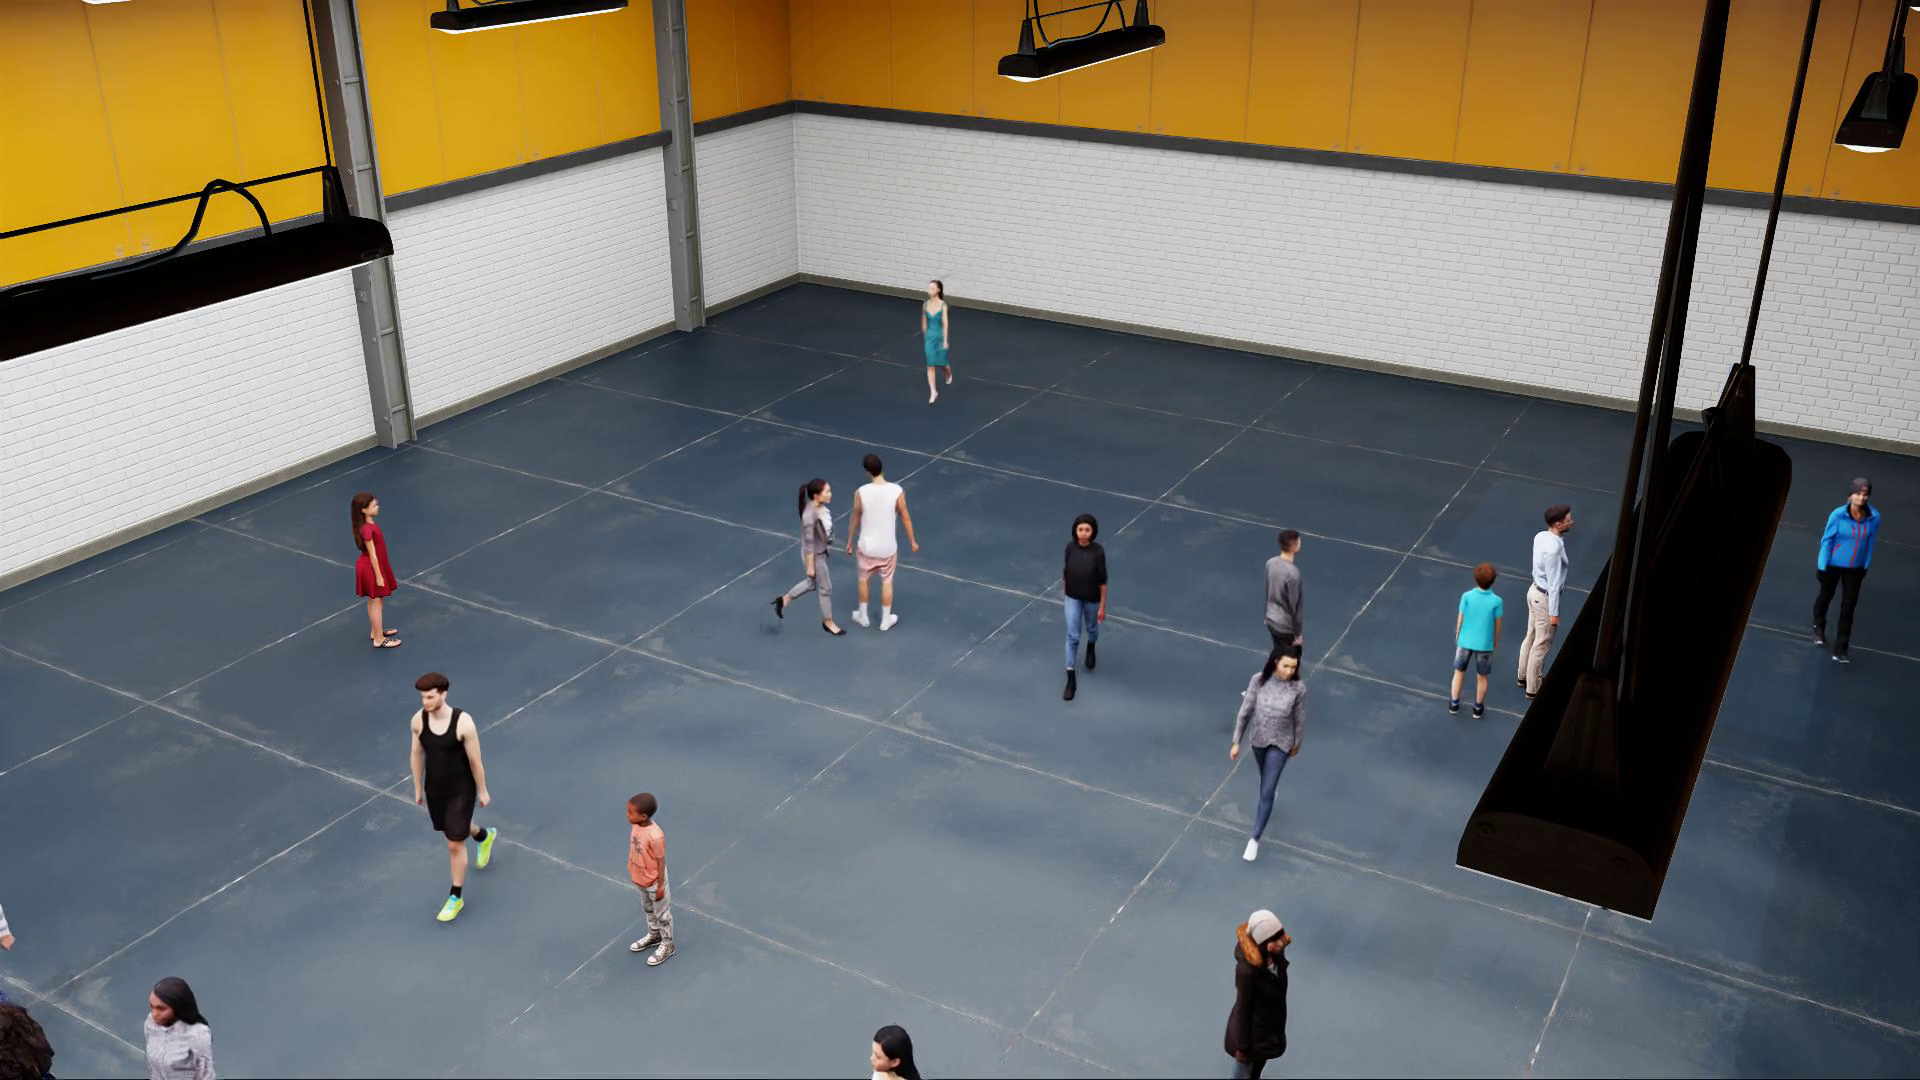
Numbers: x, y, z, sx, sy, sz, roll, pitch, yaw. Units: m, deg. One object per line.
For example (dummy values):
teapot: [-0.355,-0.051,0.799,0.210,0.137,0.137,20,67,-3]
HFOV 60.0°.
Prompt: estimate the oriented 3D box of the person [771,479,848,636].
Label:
person: [-1.466,0.171,16.029,0.948,1.651,1.035,2,24,4]

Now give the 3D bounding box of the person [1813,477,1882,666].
person: [8.346,0.225,15.768,0.815,1.761,1.104,6,24,13]

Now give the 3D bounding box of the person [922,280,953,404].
person: [-0.288,-2.706,22.588,0.603,1.670,0.840,11,26,23]

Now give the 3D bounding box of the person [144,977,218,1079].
person: [-4.220,3.101,9.248,0.652,1.714,0.843,11,26,23]

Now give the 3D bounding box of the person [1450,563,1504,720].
person: [4.549,0.881,14.659,0.543,1.449,0.523,9,25,19]

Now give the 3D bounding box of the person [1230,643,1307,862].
person: [2.428,1.534,12.884,0.655,1.674,1.218,12,26,25]

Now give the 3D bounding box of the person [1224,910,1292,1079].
person: [1.751,2.882,9.850,0.721,1.633,0.582,18,29,35]

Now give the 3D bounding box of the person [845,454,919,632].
person: [-0.810,0.036,16.190,0.919,1.769,0.881,3,24,6]

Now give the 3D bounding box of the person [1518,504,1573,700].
person: [5.264,0.538,14.944,0.806,1.848,0.701,1,24,2]

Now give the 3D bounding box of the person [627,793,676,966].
person: [-2.143,2.318,11.544,0.547,1.310,0.546,-20,30,-37]

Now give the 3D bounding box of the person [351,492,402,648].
person: [-5.629,0.269,15.929,0.735,1.553,0.675,-11,26,-23]

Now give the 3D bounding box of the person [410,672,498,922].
person: [-3.665,1.768,12.113,0.917,1.862,1.230,6,24,13]

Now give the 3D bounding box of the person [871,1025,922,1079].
person: [-0.257,3.270,8.819,1.172,1.748,0.958,-13,27,-27]

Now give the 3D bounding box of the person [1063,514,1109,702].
person: [1.154,0.533,15.202,0.847,1.649,1.241,4,24,10]

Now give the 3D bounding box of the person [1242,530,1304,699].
person: [2.779,0.761,14.562,1.024,1.746,0.922,-10,25,-21]
